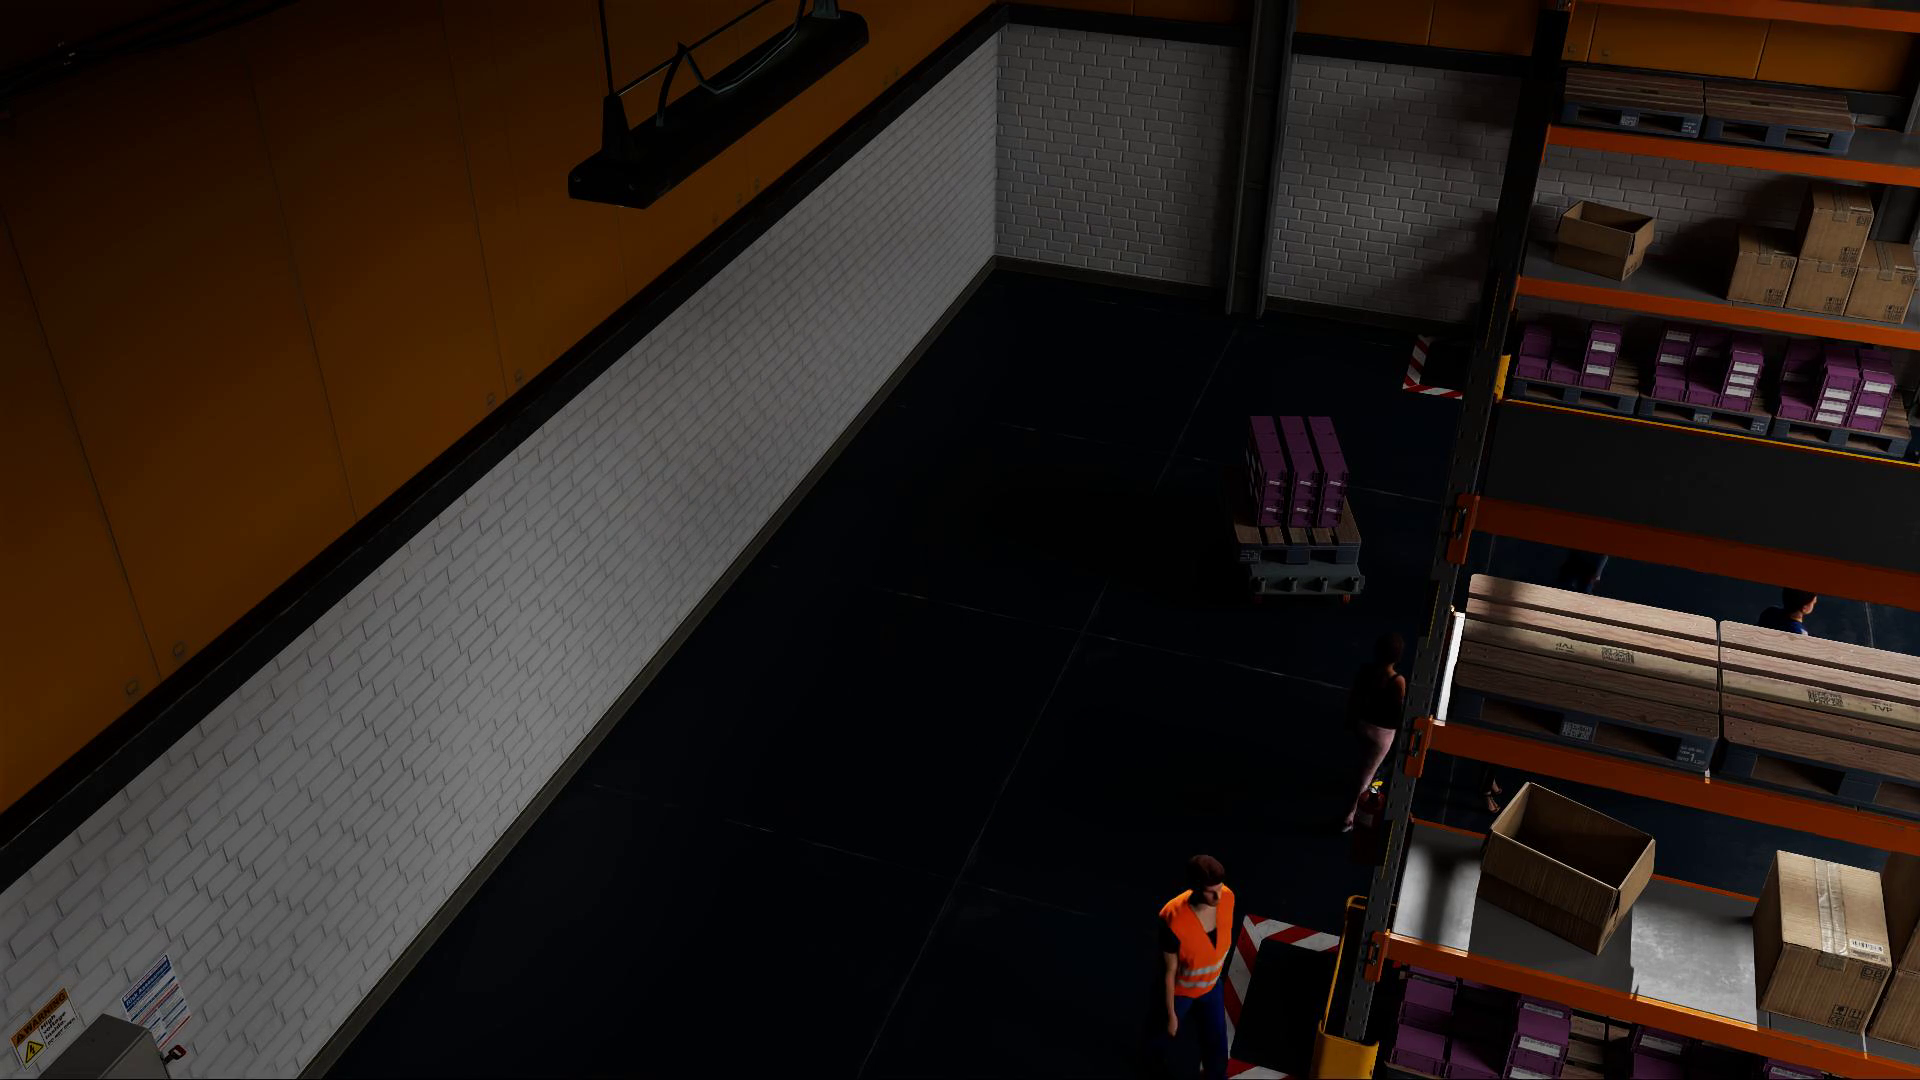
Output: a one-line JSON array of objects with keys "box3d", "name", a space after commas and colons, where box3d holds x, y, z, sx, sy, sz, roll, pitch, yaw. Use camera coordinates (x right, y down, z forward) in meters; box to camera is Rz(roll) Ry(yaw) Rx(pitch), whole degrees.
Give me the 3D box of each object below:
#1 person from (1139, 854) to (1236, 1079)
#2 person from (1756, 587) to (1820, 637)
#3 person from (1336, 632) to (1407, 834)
[{"box3d": [1.215, 2.398, 9.293, 1.079, 1.857, 1.188, -19, 38, -27], "name": "person"}, {"box3d": [5.499, 1.035, 11.338, 0.770, 1.866, 0.751, -8, 34, -12], "name": "person"}, {"box3d": [2.756, 1.321, 11.217, 1.017, 1.523, 0.854, 27, 42, 34], "name": "person"}]
